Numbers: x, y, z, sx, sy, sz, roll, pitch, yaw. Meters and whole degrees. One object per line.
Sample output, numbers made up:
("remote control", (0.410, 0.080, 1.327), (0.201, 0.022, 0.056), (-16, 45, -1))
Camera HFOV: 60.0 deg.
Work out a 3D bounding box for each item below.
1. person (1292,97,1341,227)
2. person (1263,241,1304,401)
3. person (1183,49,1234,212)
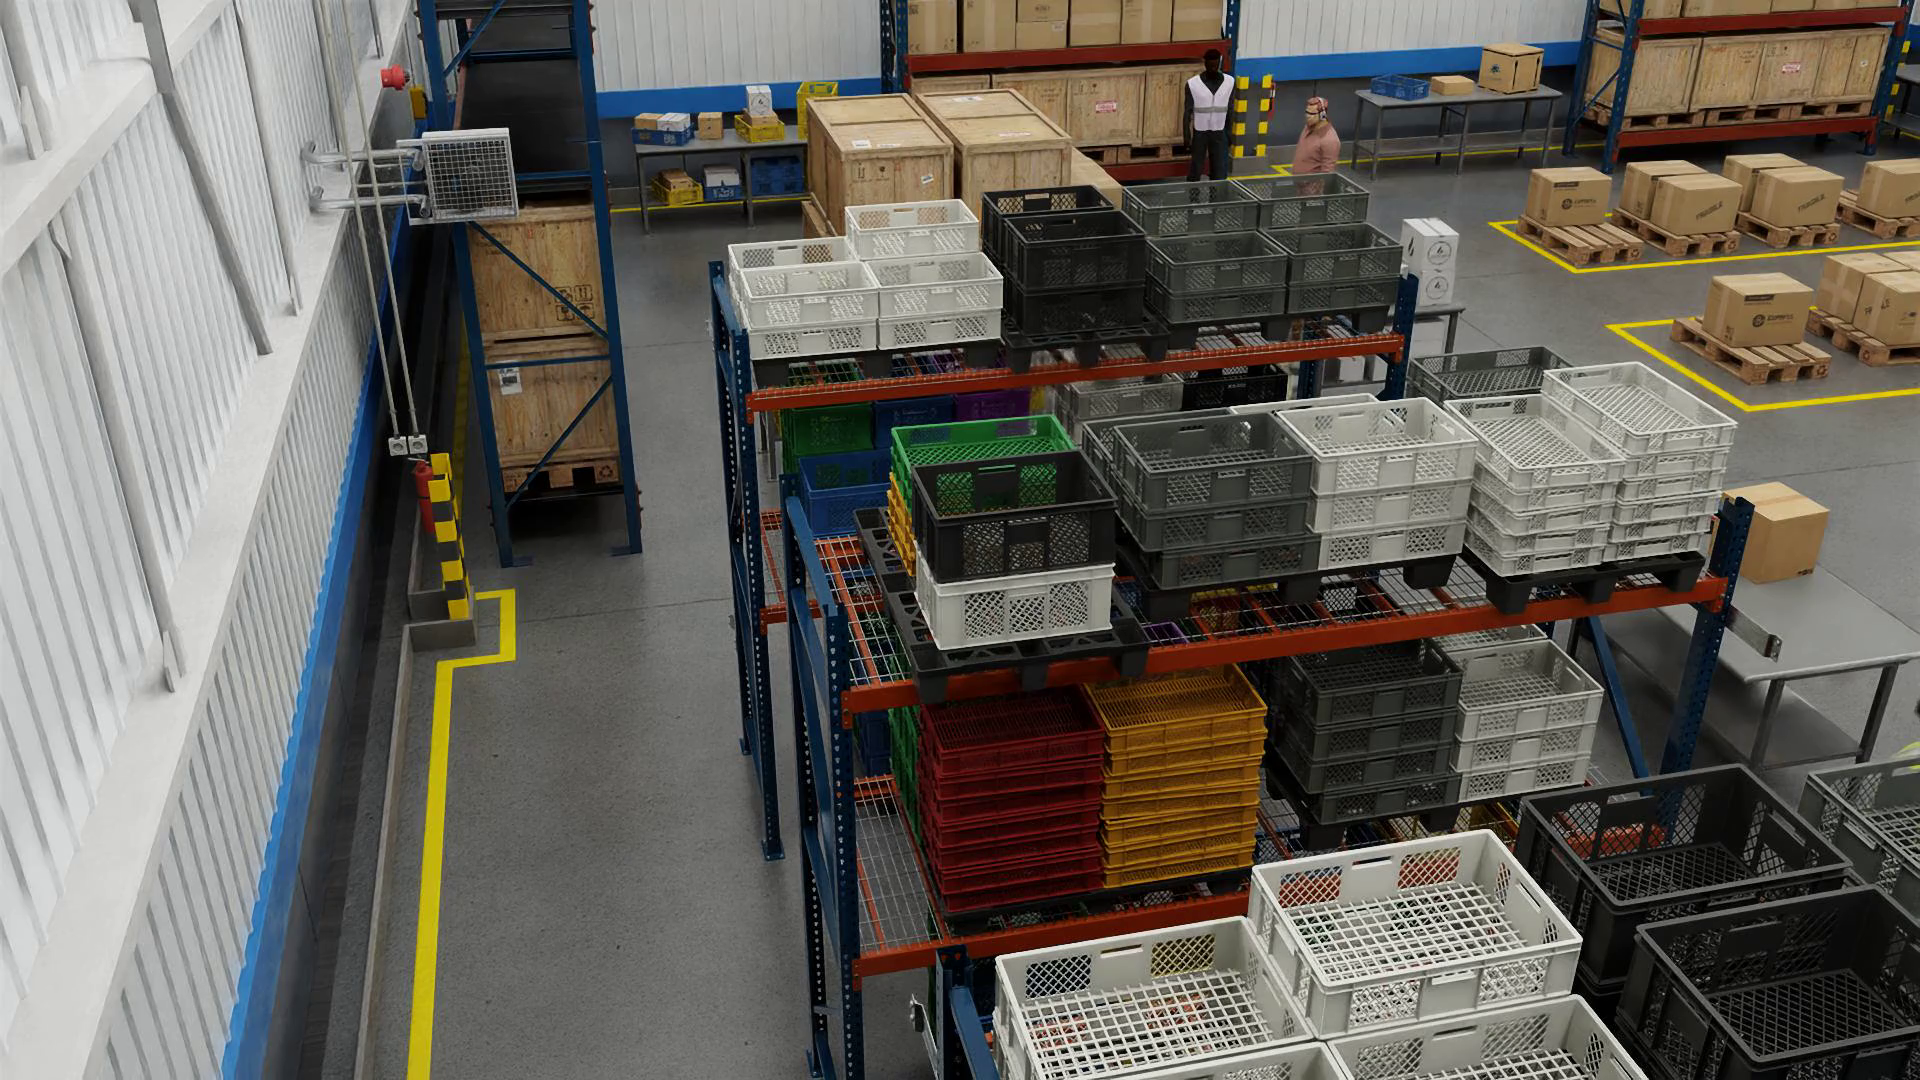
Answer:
("person", (3.610, -3.606, 17.132), (0.402, 1.900, 0.644), (-6, 28, -11))
("person", (2.602, -1.557, 13.277), (0.334, 1.864, 0.517), (-7, 29, -13))
("person", (2.858, -4.717, 19.230), (0.597, 1.907, 0.411), (-5, 28, -10))
